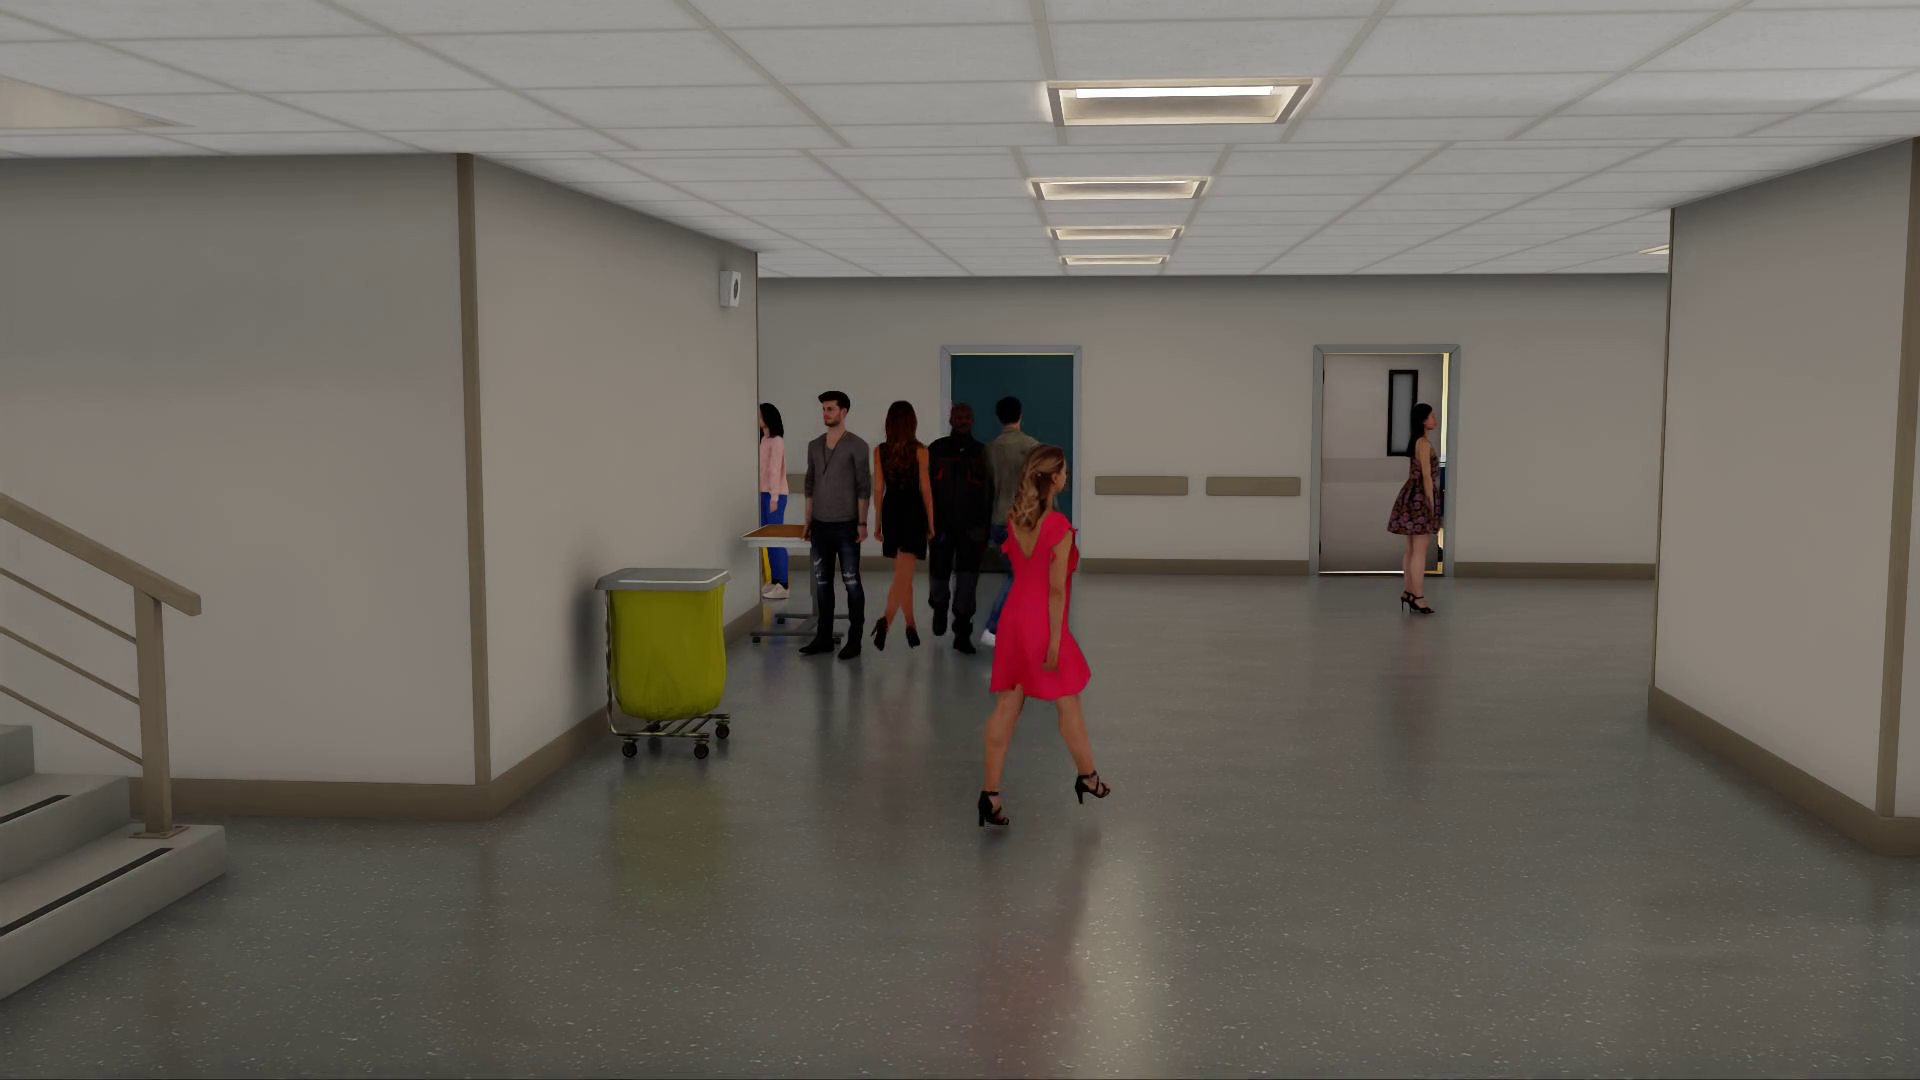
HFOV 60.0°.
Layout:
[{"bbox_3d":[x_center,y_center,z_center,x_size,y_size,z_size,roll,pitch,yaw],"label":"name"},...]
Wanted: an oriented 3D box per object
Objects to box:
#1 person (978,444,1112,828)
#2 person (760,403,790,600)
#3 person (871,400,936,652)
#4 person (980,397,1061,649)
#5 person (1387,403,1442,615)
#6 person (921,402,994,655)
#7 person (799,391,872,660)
[{"bbox_3d":[0.261,0.448,7.377,1.037,1.686,1.014,-6,8,-44],"label":"person"},{"bbox_3d":[-1.686,-0.357,14.985,0.712,1.766,0.716,-2,6,-23],"label":"person"},{"bbox_3d":[-0.429,-0.042,11.685,1.122,1.799,0.785,2,6,16],"label":"person"},{"bbox_3d":[0.353,-0.093,12.042,1.172,1.831,1.173,6,8,44],"label":"person"},{"bbox_3d":[3.904,-0.272,14.106,0.673,1.773,0.669,0,6,1],"label":"person"},{"bbox_3d":[-0.043,-0.101,12.236,0.974,1.807,0.860,-1,6,-6],"label":"person"},{"bbox_3d":[-0.882,-0.121,11.958,0.680,1.903,0.839,3,7,29],"label":"person"}]
